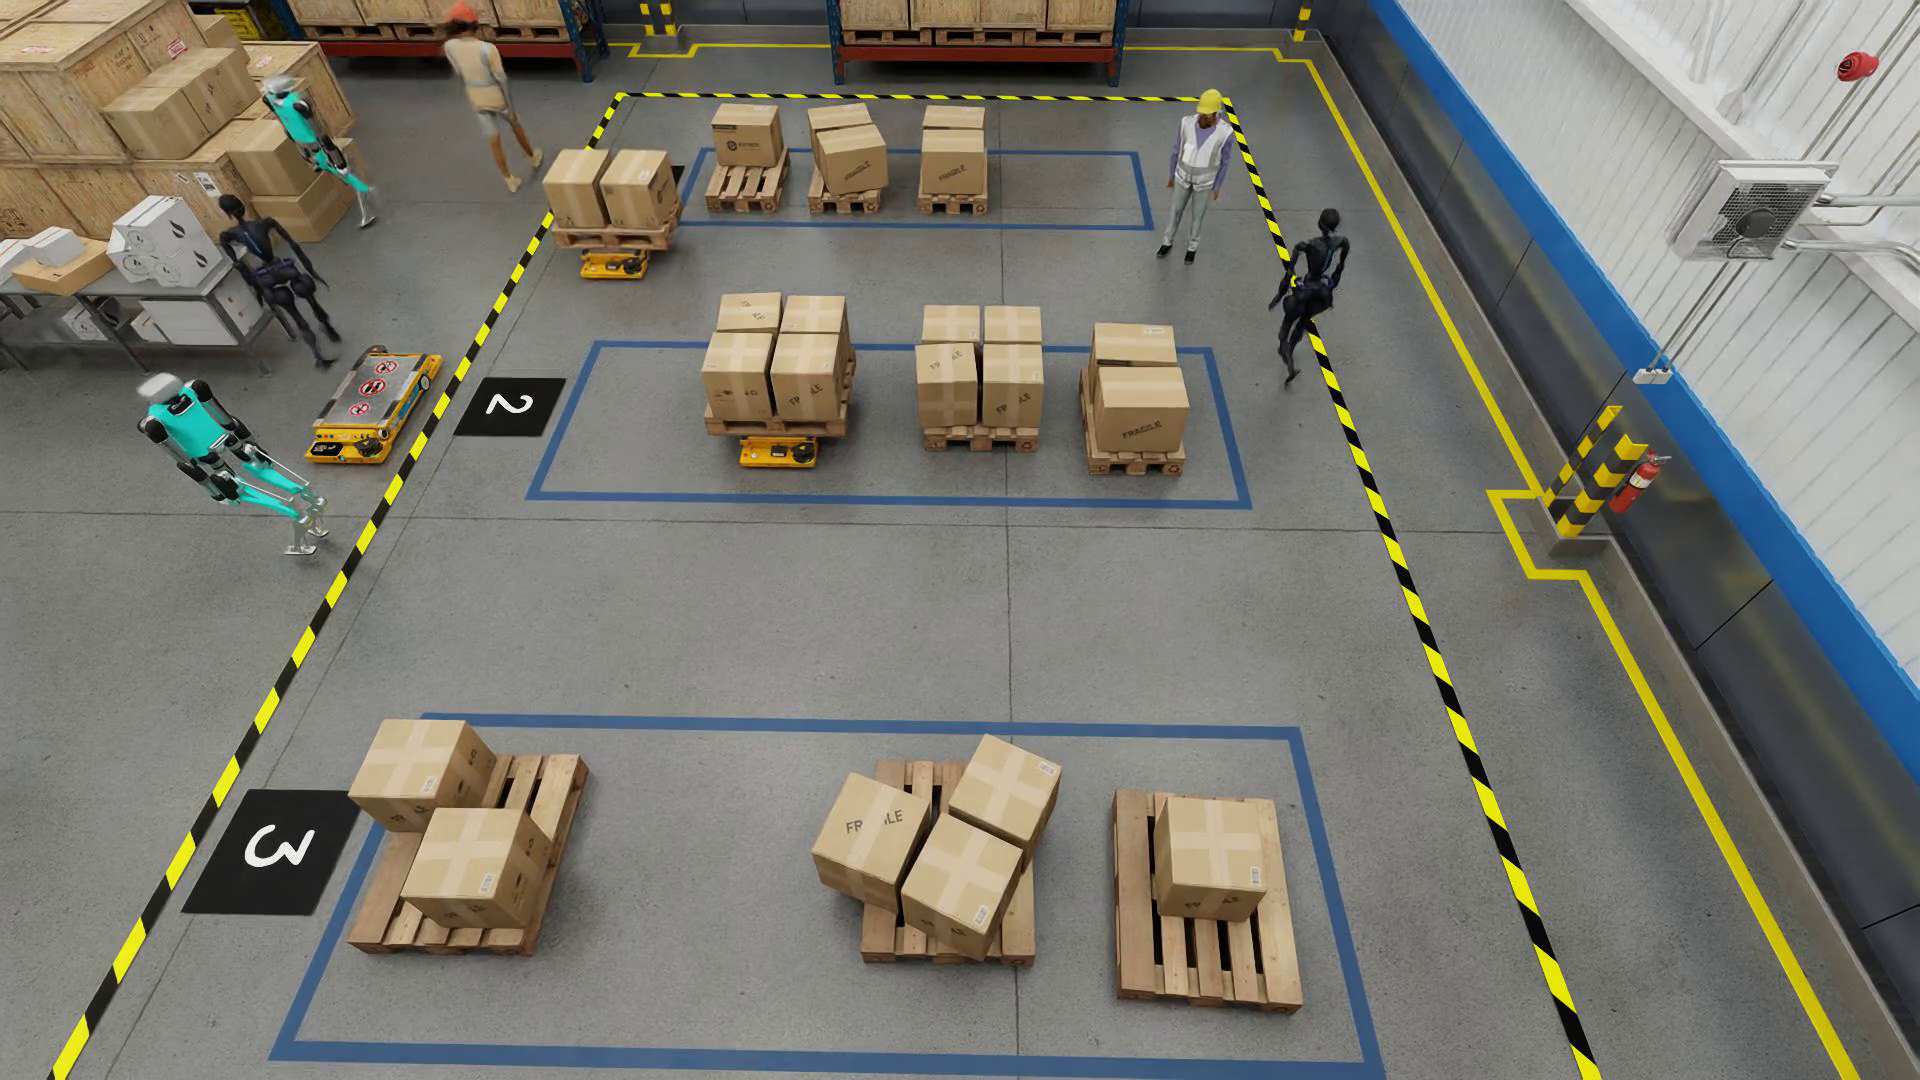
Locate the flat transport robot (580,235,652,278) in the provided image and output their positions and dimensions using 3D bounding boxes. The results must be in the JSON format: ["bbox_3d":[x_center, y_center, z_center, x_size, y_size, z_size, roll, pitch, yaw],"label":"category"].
[{"bbox_3d":[-3.731,-3.406,10.231,0.652,0.197,1.431,1,50,1],"label":"flat transport robot"}]

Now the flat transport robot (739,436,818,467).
[{"bbox_3d":[-1.582,-1.235,8.394,0.652,0.197,1.431,1,50,1],"label":"flat transport robot"}]

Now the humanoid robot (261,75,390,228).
[{"bbox_3d":[-6.778,-4.172,10.001,0.538,1.878,0.744,15,51,12],"label":"humanoid robot"}]

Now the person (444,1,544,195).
[{"bbox_3d":[-5.375,-5.125,10.576,0.610,1.997,0.983,-2,50,-2],"label":"person"}]

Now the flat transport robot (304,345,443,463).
[{"bbox_3d":[-5.383,-1.269,8.441,0.659,0.231,1.431,1,50,1],"label":"flat transport robot"}]

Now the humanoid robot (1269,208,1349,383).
[{"bbox_3d":[3.179,-2.189,8.299,0.597,1.637,0.552,-7,50,-6],"label":"humanoid robot"}]

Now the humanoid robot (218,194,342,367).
[{"bbox_3d":[-6.262,-2.387,8.500,0.601,1.656,0.696,-23,54,-19],"label":"humanoid robot"}]

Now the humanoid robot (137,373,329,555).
[{"bbox_3d":[-5.176,-0.494,6.738,0.735,1.672,0.533,10,50,8],"label":"humanoid robot"}]

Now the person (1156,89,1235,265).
[{"bbox_3d":[2.442,-3.747,9.511,0.590,1.833,0.404,21,53,17],"label":"person"}]
